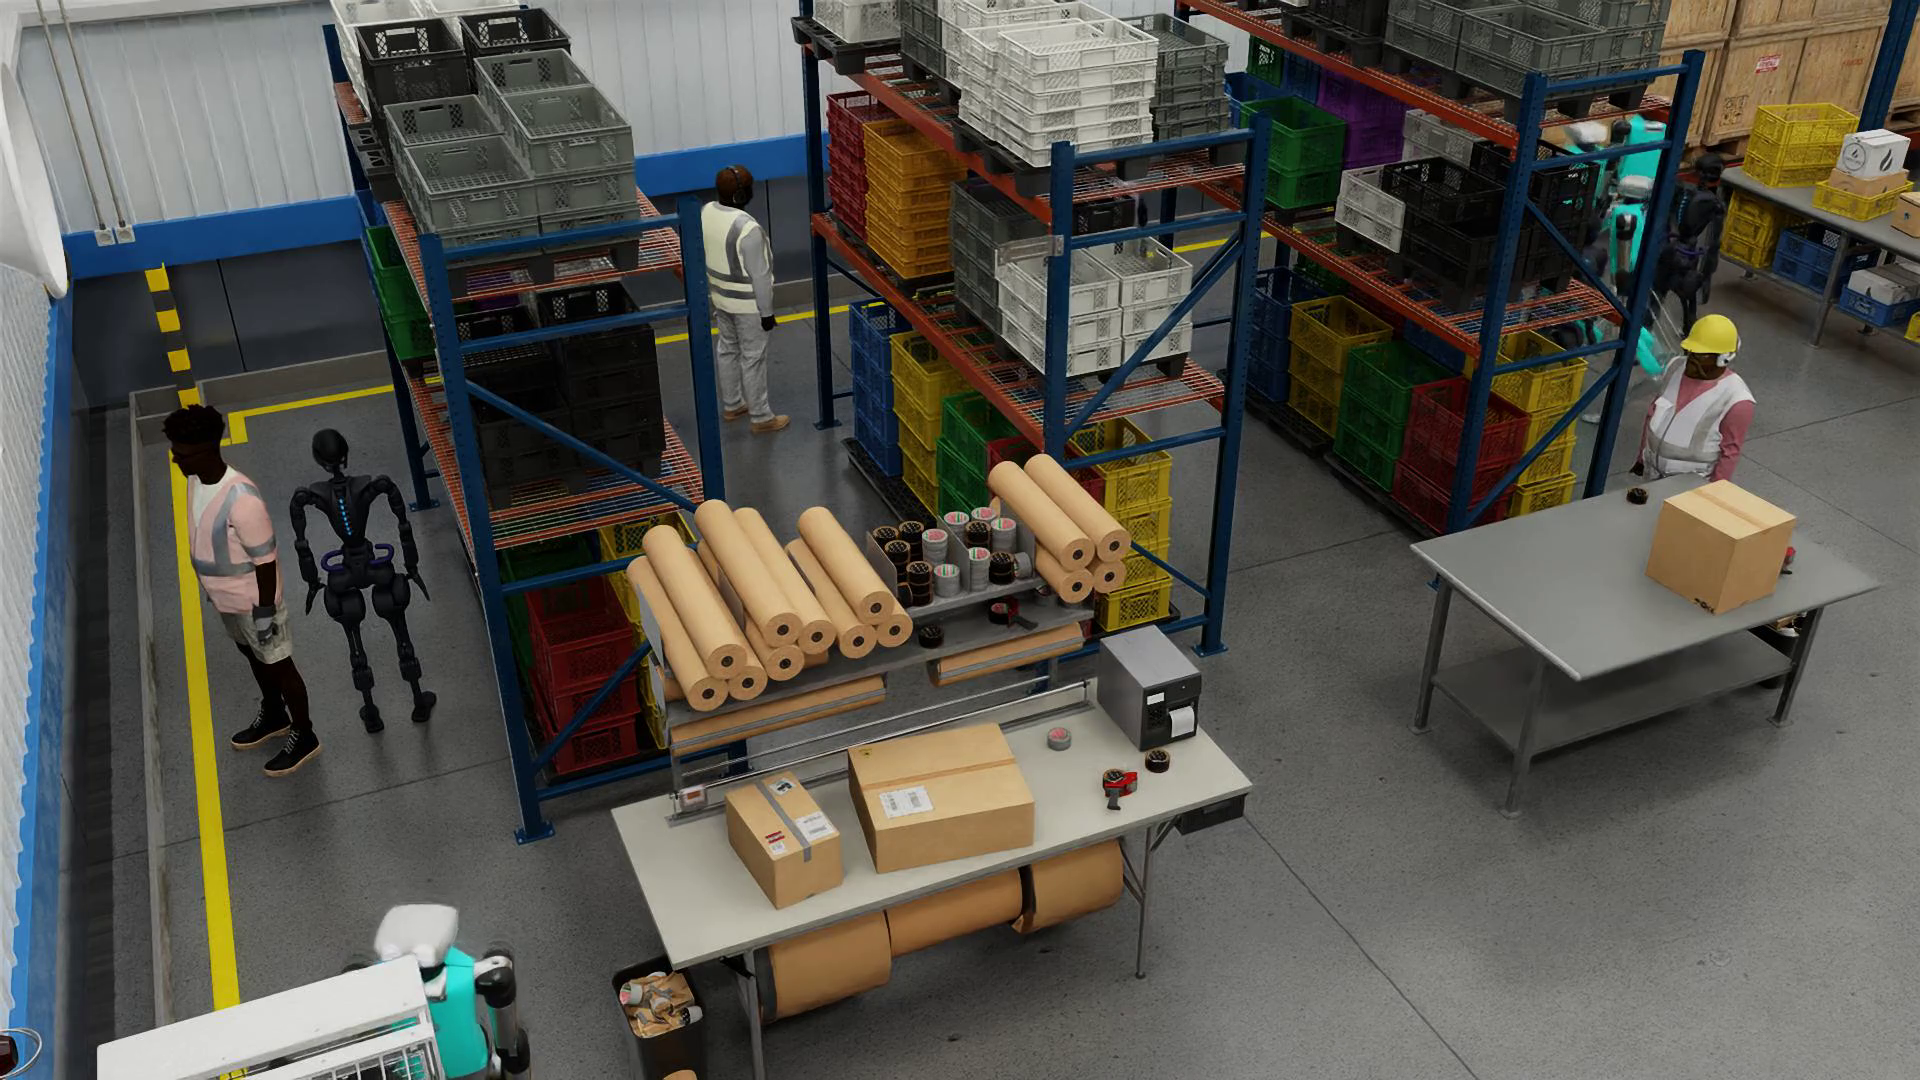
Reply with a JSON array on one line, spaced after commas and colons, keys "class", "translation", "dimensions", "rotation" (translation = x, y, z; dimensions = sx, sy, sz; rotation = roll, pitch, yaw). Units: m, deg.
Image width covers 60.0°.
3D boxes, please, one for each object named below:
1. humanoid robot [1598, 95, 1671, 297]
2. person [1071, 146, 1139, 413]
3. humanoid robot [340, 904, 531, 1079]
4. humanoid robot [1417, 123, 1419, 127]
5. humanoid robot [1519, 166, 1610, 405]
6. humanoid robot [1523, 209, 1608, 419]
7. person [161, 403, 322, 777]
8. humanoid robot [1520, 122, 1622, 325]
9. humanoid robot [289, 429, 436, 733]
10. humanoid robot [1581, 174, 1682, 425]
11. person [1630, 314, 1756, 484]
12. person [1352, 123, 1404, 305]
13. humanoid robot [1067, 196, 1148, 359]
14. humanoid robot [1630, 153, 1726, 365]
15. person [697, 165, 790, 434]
[{"class": "humanoid robot", "translation": [5.063, -2.581, 12.771], "dimensions": [0.550, 1.802, 0.668], "rotation": [0, 32, 0]}, {"class": "person", "translation": [0.869, -1.877, 11.374], "dimensions": [0.624, 2.000, 0.869], "rotation": [-4, 32, -6]}, {"class": "humanoid robot", "translation": [-1.700, 1.827, 5.713], "dimensions": [0.543, 1.895, 0.764], "rotation": [-5, 32, -8]}, {"class": "humanoid robot", "translation": [3.382, -2.748, 13.132], "dimensions": [0.593, 1.629, 0.742], "rotation": [-17, 35, -25]}, {"class": "humanoid robot", "translation": [4.161, -1.702, 11.206], "dimensions": [0.735, 1.677, 0.533], "rotation": [2, 32, 4]}, {"class": "humanoid robot", "translation": [3.906, -1.368, 10.844], "dimensions": [0.610, 1.647, 0.318], "rotation": [-14, 34, -21]}, {"class": "person", "translation": [-3.443, 0.239, 7.966], "dimensions": [0.605, 1.965, 0.368], "rotation": [26, 40, 36]}, {"class": "humanoid robot", "translation": [4.343, -2.244, 12.257], "dimensions": [0.543, 1.827, 0.726], "rotation": [-9, 33, -15]}, {"class": "humanoid robot", "translation": [-2.980, 0.202, 8.285], "dimensions": [0.599, 1.656, 0.315], "rotation": [-9, 33, -14]}, {"class": "humanoid robot", "translation": [4.652, -1.479, 11.033], "dimensions": [0.923, 1.824, 0.568], "rotation": [13, 34, 20]}, {"class": "person", "translation": [3.931, -0.383, 9.101], "dimensions": [0.404, 1.833, 0.589], "rotation": [-15, 34, -22]}, {"class": "person", "translation": [3.172, -2.185, 12.034], "dimensions": [0.579, 1.846, 0.925], "rotation": [-17, 35, -25]}, {"class": "humanoid robot", "translation": [1.035, -1.931, 11.771], "dimensions": [0.618, 1.637, 0.416], "rotation": [-4, 32, -6]}, {"class": "humanoid robot", "translation": [5.150, -1.982, 11.876], "dimensions": [0.606, 1.649, 0.593], "rotation": [-13, 34, -19]}, {"class": "person", "translation": [-1.439, -1.593, 11.059], "dimensions": [0.428, 1.843, 0.624], "rotation": [-27, 41, -37]}]
